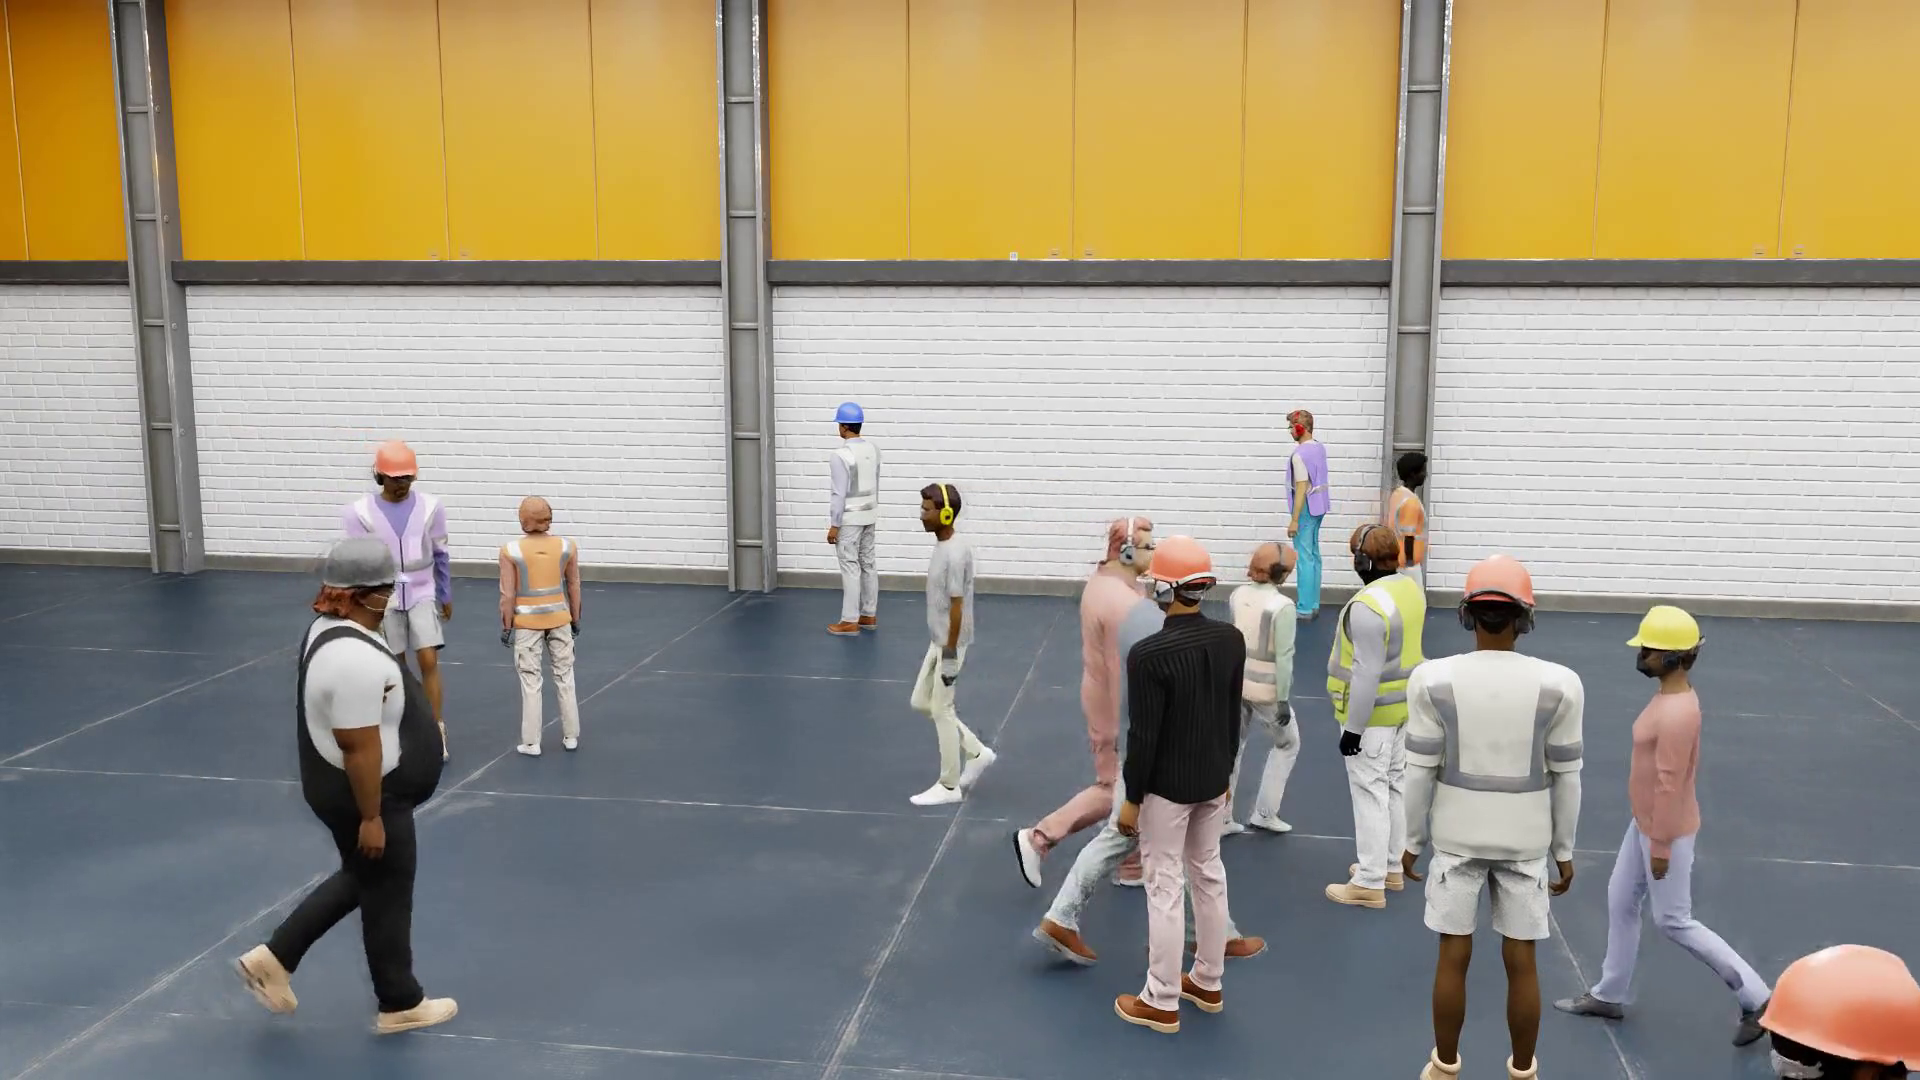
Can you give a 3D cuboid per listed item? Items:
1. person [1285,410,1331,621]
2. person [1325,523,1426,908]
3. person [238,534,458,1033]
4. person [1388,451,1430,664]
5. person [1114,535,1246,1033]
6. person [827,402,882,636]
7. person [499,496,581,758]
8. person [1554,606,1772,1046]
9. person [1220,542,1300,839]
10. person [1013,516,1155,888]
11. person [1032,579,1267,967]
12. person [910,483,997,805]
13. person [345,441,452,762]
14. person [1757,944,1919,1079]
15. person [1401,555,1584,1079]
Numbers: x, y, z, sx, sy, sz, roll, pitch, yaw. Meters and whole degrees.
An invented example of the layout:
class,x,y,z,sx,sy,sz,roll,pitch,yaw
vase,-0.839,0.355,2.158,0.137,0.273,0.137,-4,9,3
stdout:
class,x,y,z,sx,sy,sz,roll,pitch,yaw
person,3.000,-0.210,14.415,0.396,1.837,0.564,5,11,30
person,1.977,0.833,7.984,0.429,1.837,0.634,6,11,35
person,-2.412,0.966,6.540,0.745,2.000,0.695,-5,10,-28
person,3.325,0.153,12.686,0.603,1.681,0.533,0,9,3
person,0.875,0.968,6.670,0.612,1.995,0.382,-7,12,-39
person,-0.888,-0.177,13.870,0.385,1.948,0.602,6,11,32
person,-2.619,0.540,10.407,0.518,1.636,0.312,-5,11,-30
person,2.830,1.119,6.526,0.779,1.742,0.527,3,10,20
person,1.597,0.799,8.836,0.574,1.611,0.631,-5,11,-31
person,0.677,0.812,8.021,0.789,1.879,0.653,-1,9,-4
person,0.803,0.940,7.211,1.030,1.890,0.630,-2,9,-13
person,-0.073,0.590,9.401,0.439,1.858,0.523,-2,9,-10
person,-3.422,0.389,10.241,0.621,2.002,0.802,-4,10,-24
person,1.373,1.628,2.862,0.538,1.910,0.576,2,9,12
person,1.891,1.063,5.965,0.605,2.033,0.392,2,9,14
